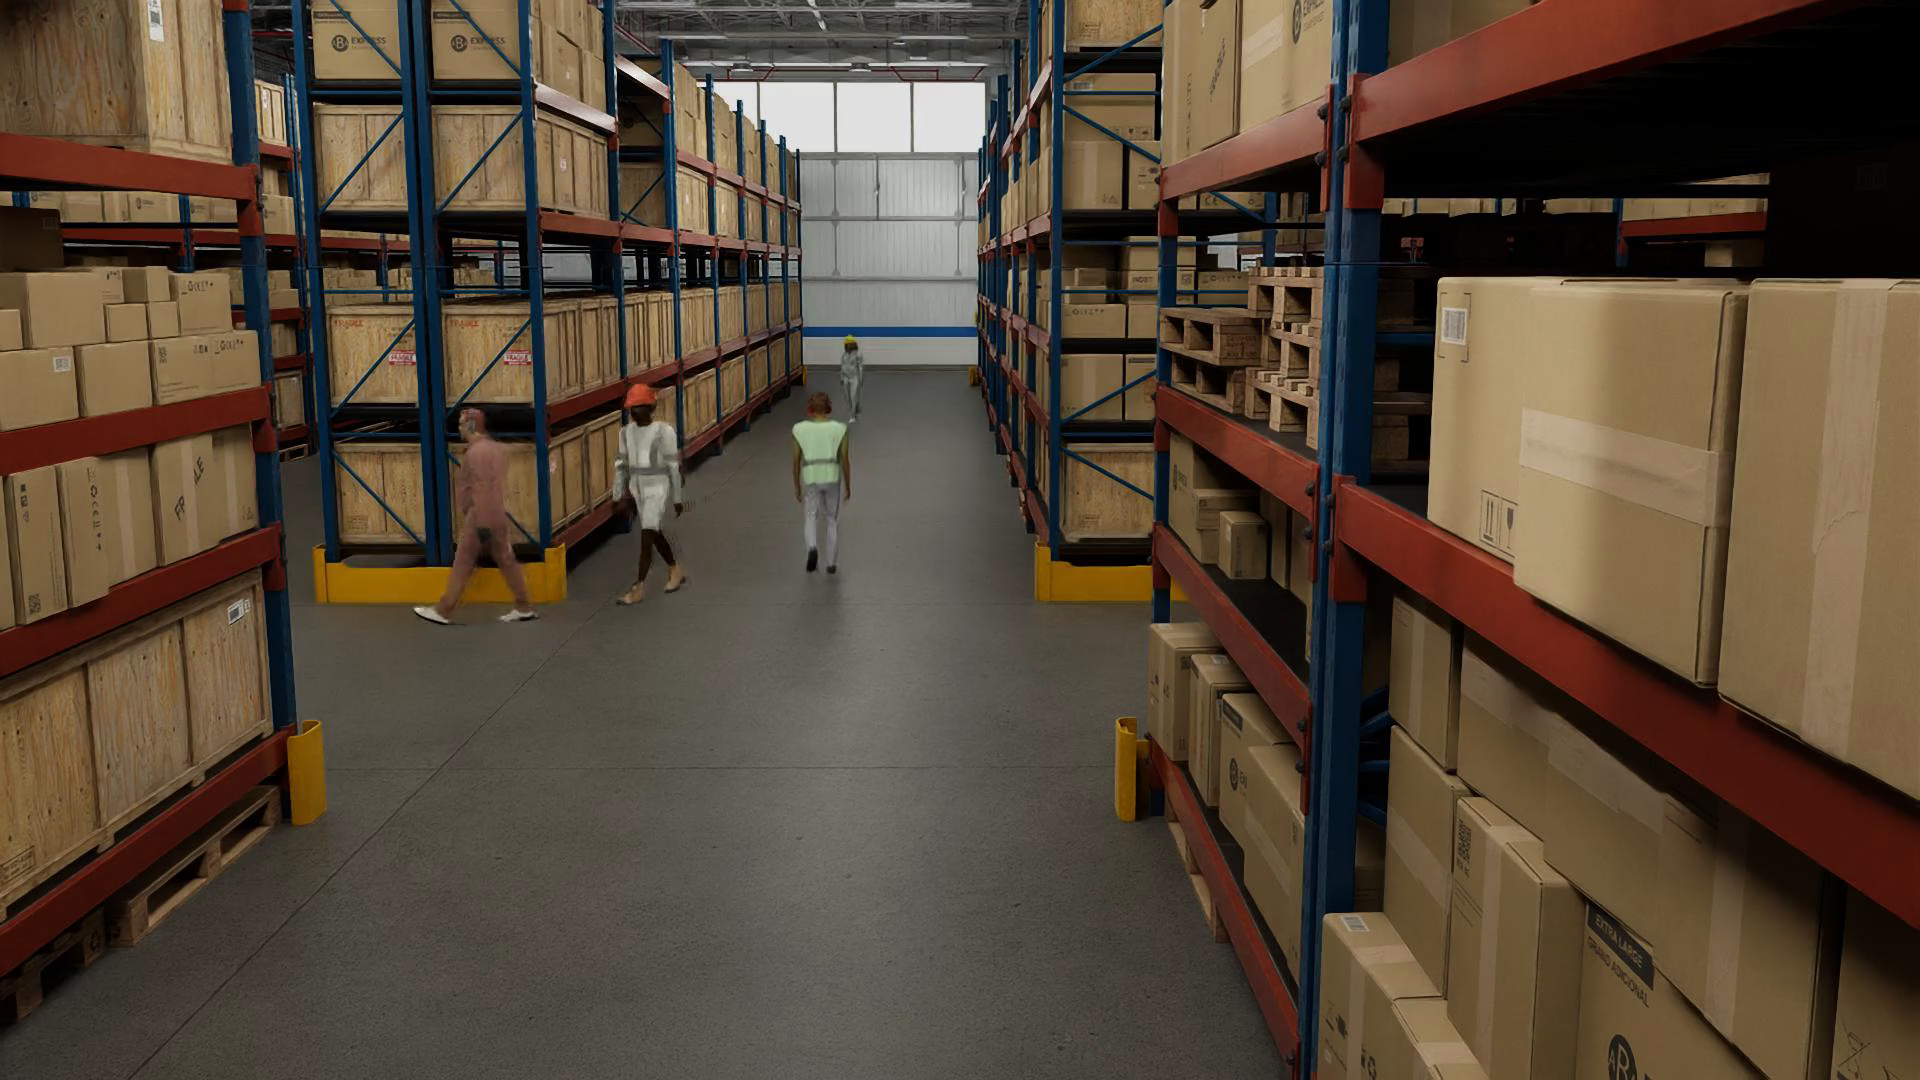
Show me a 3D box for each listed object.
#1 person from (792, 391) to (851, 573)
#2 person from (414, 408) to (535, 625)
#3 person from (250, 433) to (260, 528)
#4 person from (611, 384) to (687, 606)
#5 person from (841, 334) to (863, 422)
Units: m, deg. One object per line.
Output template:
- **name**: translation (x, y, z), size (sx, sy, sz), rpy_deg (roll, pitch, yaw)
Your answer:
- **person**: translation (-1.373, -0.566, 16.559), size (0.578, 1.829, 0.433), rpy_deg (-1, 9, -5)
- **person**: translation (-4.138, -0.193, 14.187), size (1.004, 1.851, 0.674), rpy_deg (0, 9, -2)
- **person**: translation (-6.372, -0.264, 14.524), size (0.650, 1.882, 0.674), rpy_deg (7, 12, 37)
- **person**: translation (-2.833, -0.441, 15.283), size (0.623, 2.001, 1.020), rpy_deg (5, 11, 30)
- **person**: translation (-2.148, -3.199, 33.016), size (0.487, 1.762, 0.332), rpy_deg (6, 11, 33)
